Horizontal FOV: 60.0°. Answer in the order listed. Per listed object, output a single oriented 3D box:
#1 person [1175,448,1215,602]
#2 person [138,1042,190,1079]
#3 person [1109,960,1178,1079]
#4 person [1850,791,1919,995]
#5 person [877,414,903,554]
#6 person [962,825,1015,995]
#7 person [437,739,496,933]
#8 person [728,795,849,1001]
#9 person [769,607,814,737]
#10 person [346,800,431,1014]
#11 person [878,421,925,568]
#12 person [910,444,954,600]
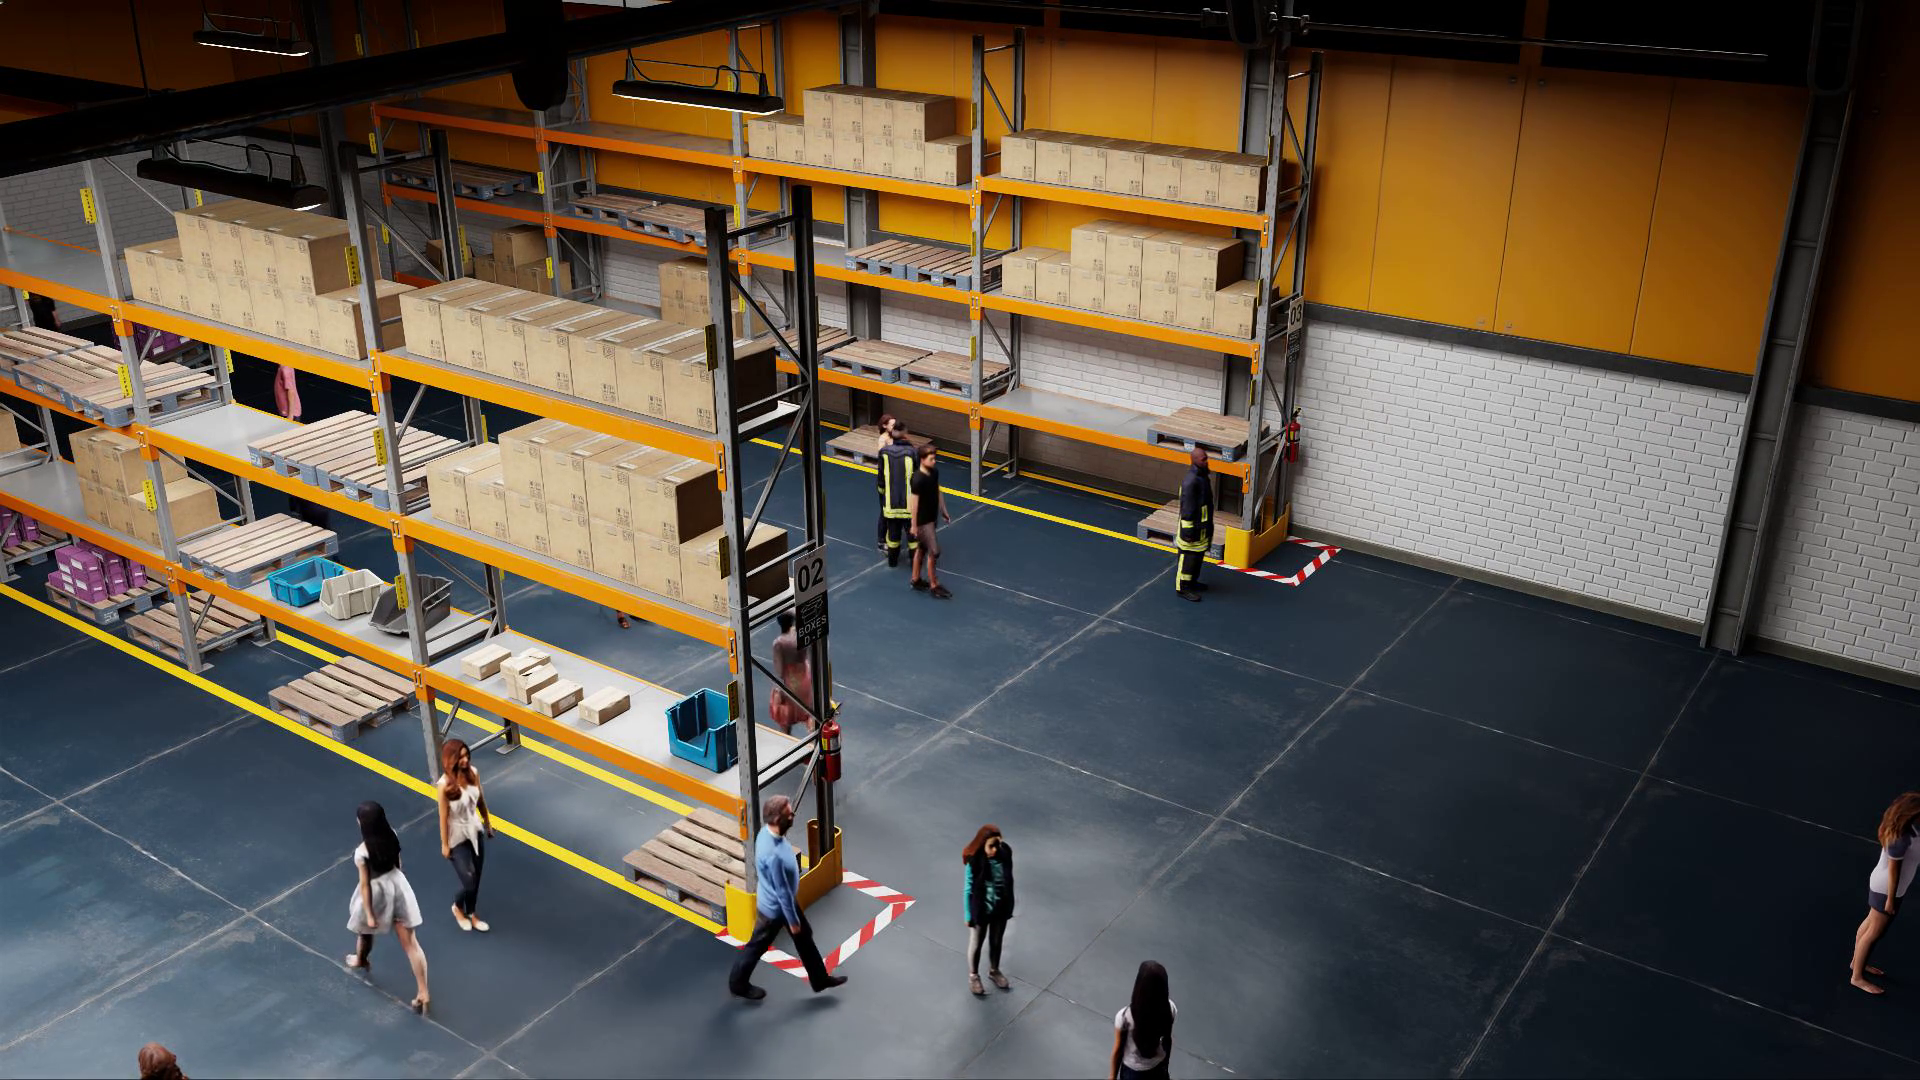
[{"bbox_3d":[2.722,-0.218,19.327,0.712,1.822,0.782,11,26,24],"label":"person"},{"bbox_3d":[-4.790,3.808,10.208,0.589,1.748,0.632,10,25,21],"label":"person"},{"bbox_3d":[1.227,3.542,10.803,0.884,1.759,1.105,-12,26,-26],"label":"person"},{"bbox_3d":[7.145,2.676,12.826,0.565,1.725,0.607,13,27,27],"label":"person"},{"bbox_3d":[-0.892,-0.722,20.545,0.657,1.769,0.679,6,24,14],"label":"person"},{"bbox_3d":[0.216,2.818,12.788,0.674,1.496,0.718,-9,25,-20],"label":"person"},{"bbox_3d":[-4.079,2.382,13.439,0.619,1.772,0.638,14,27,28],"label":"person"},{"bbox_3d":[-1.477,2.756,12.589,1.249,1.768,1.112,-1,24,-3],"label":"person"},{"bbox_3d":[-1.529,1.399,15.821,0.770,1.667,1.067,-18,30,-36],"label":"person"},{"bbox_3d":[-4.268,2.794,12.562,1.183,1.721,0.645,15,28,30],"label":"person"},{"bbox_3d":[-0.703,-0.565,20.064,0.798,1.867,0.924,4,24,8],"label":"person"},{"bbox_3d":[-0.478,-0.258,19.392,0.924,1.842,0.786,9,25,19],"label":"person"}]
